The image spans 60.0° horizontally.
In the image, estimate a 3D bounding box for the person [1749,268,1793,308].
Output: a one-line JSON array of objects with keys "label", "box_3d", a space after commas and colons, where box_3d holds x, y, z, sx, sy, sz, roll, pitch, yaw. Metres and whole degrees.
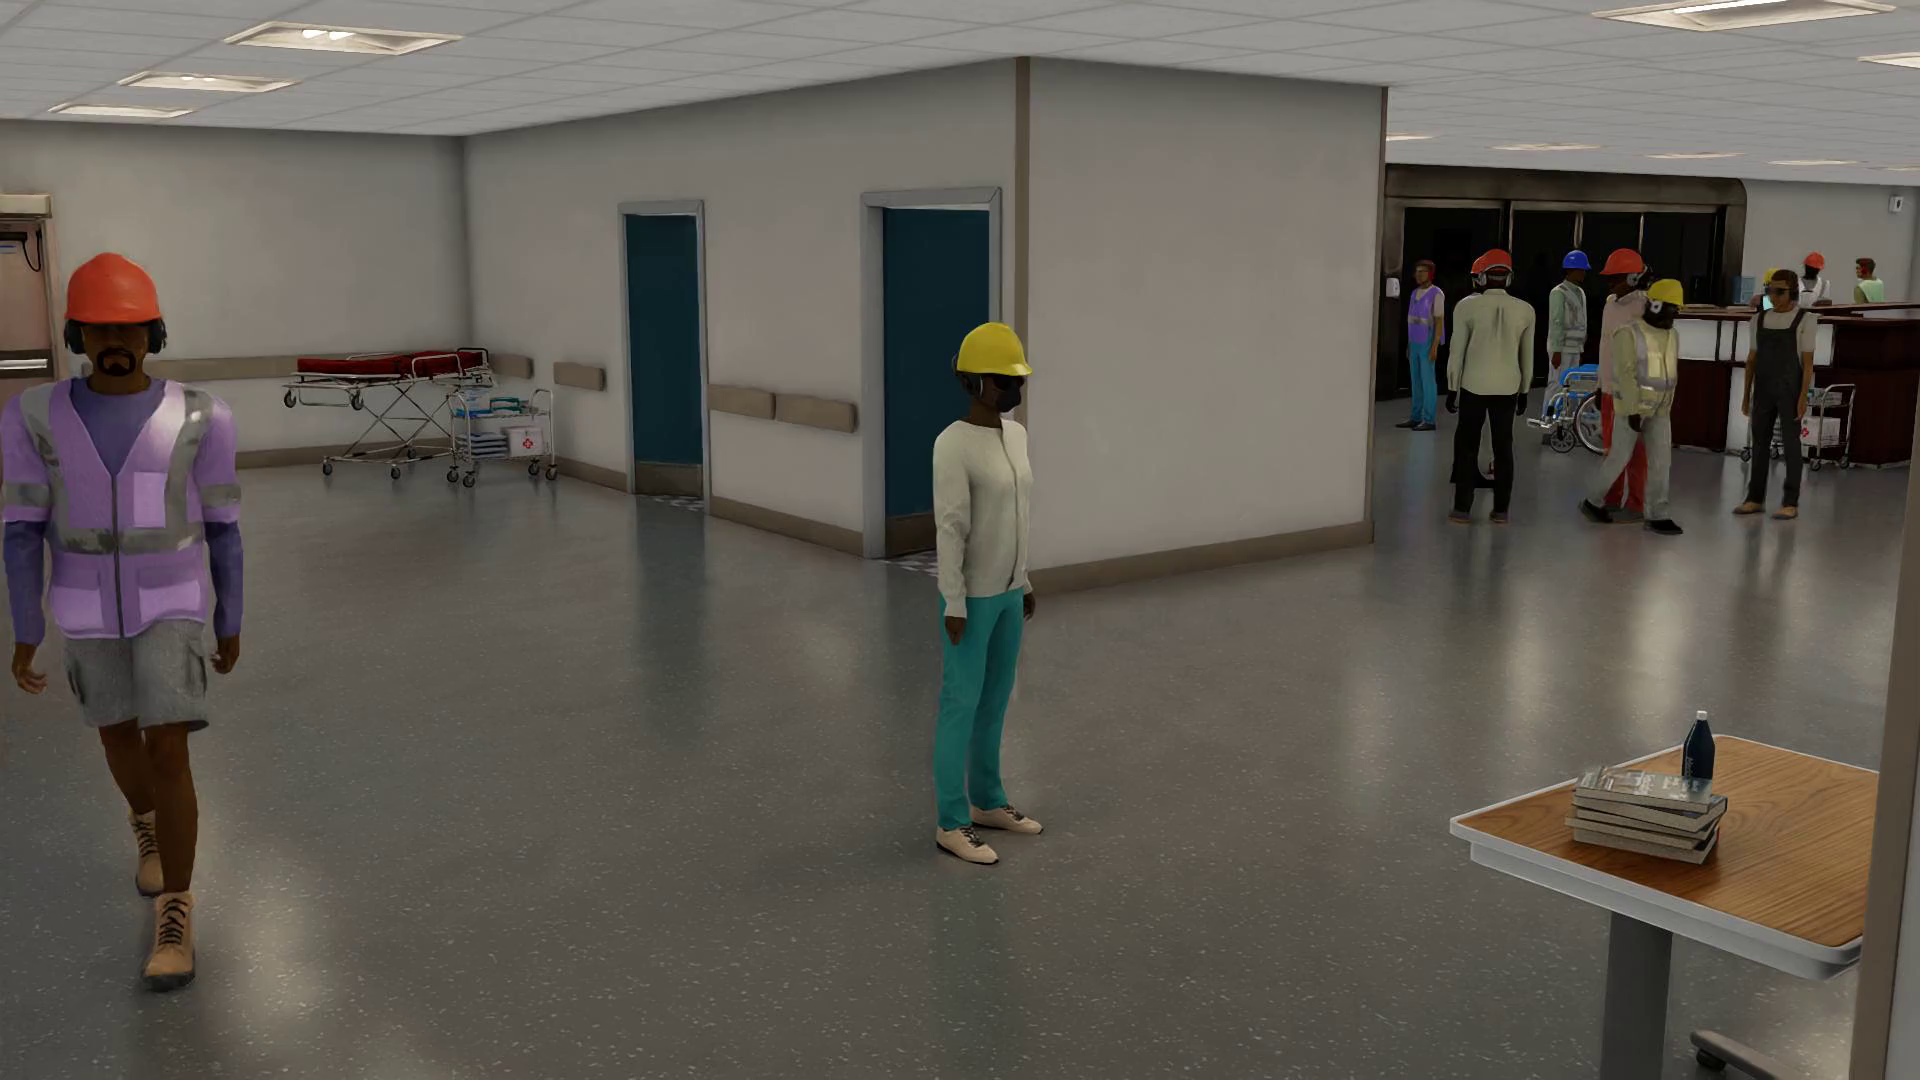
[{"label": "person", "box_3d": [9.912, -2.458, 20.372, 0.916, 1.726, 0.525, -7, 12, -33]}]

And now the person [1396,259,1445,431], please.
[{"label": "person", "box_3d": [5.041, -2.105, 18.036, 0.373, 1.842, 0.575, -3, 10, -14]}]

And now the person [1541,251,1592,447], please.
[{"label": "person", "box_3d": [6.081, -1.912, 16.653, 0.403, 1.945, 0.614, 9, 13, 40]}]

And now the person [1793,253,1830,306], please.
[{"label": "person", "box_3d": [11.234, -2.855, 22.126, 0.590, 1.883, 0.874, 3, 11, 18]}]

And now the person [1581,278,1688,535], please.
[{"label": "person", "box_3d": [4.799, -0.953, 11.768, 0.573, 1.785, 0.833, -4, 11, -21]}]

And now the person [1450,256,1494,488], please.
[{"label": "person", "box_3d": [4.322, -1.398, 13.841, 0.387, 1.929, 0.549, -1, 10, -5]}]

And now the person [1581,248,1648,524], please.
[{"label": "person", "box_3d": [4.798, -1.114, 12.097, 0.415, 1.985, 0.610, -2, 10, -9]}]

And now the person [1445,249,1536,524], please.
[{"label": "person", "box_3d": [3.821, -1.098, 12.020, 0.622, 1.982, 0.415, 0, 10, -2]}]

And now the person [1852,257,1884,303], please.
[{"label": "person", "box_3d": [11.996, -2.829, 22.111, 0.620, 1.834, 0.480, -7, 12, -35]}]

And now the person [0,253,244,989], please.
[{"label": "person", "box_3d": [-2.384, 0.179, 4.822, 0.601, 2.006, 1.043, -3, 11, -16]}]

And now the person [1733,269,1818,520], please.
[{"label": "person", "box_3d": [6.017, -1.069, 12.262, 0.360, 1.837, 0.512, -8, 13, -38]}]

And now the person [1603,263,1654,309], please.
[{"label": "person", "box_3d": [6.441, -1.716, 15.890, 0.625, 1.838, 0.430, 4, 11, 24]}]

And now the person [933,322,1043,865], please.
[{"label": "person", "box_3d": [0.100, 0.169, 5.507, 0.310, 1.768, 0.533, 6, 12, 30]}]
